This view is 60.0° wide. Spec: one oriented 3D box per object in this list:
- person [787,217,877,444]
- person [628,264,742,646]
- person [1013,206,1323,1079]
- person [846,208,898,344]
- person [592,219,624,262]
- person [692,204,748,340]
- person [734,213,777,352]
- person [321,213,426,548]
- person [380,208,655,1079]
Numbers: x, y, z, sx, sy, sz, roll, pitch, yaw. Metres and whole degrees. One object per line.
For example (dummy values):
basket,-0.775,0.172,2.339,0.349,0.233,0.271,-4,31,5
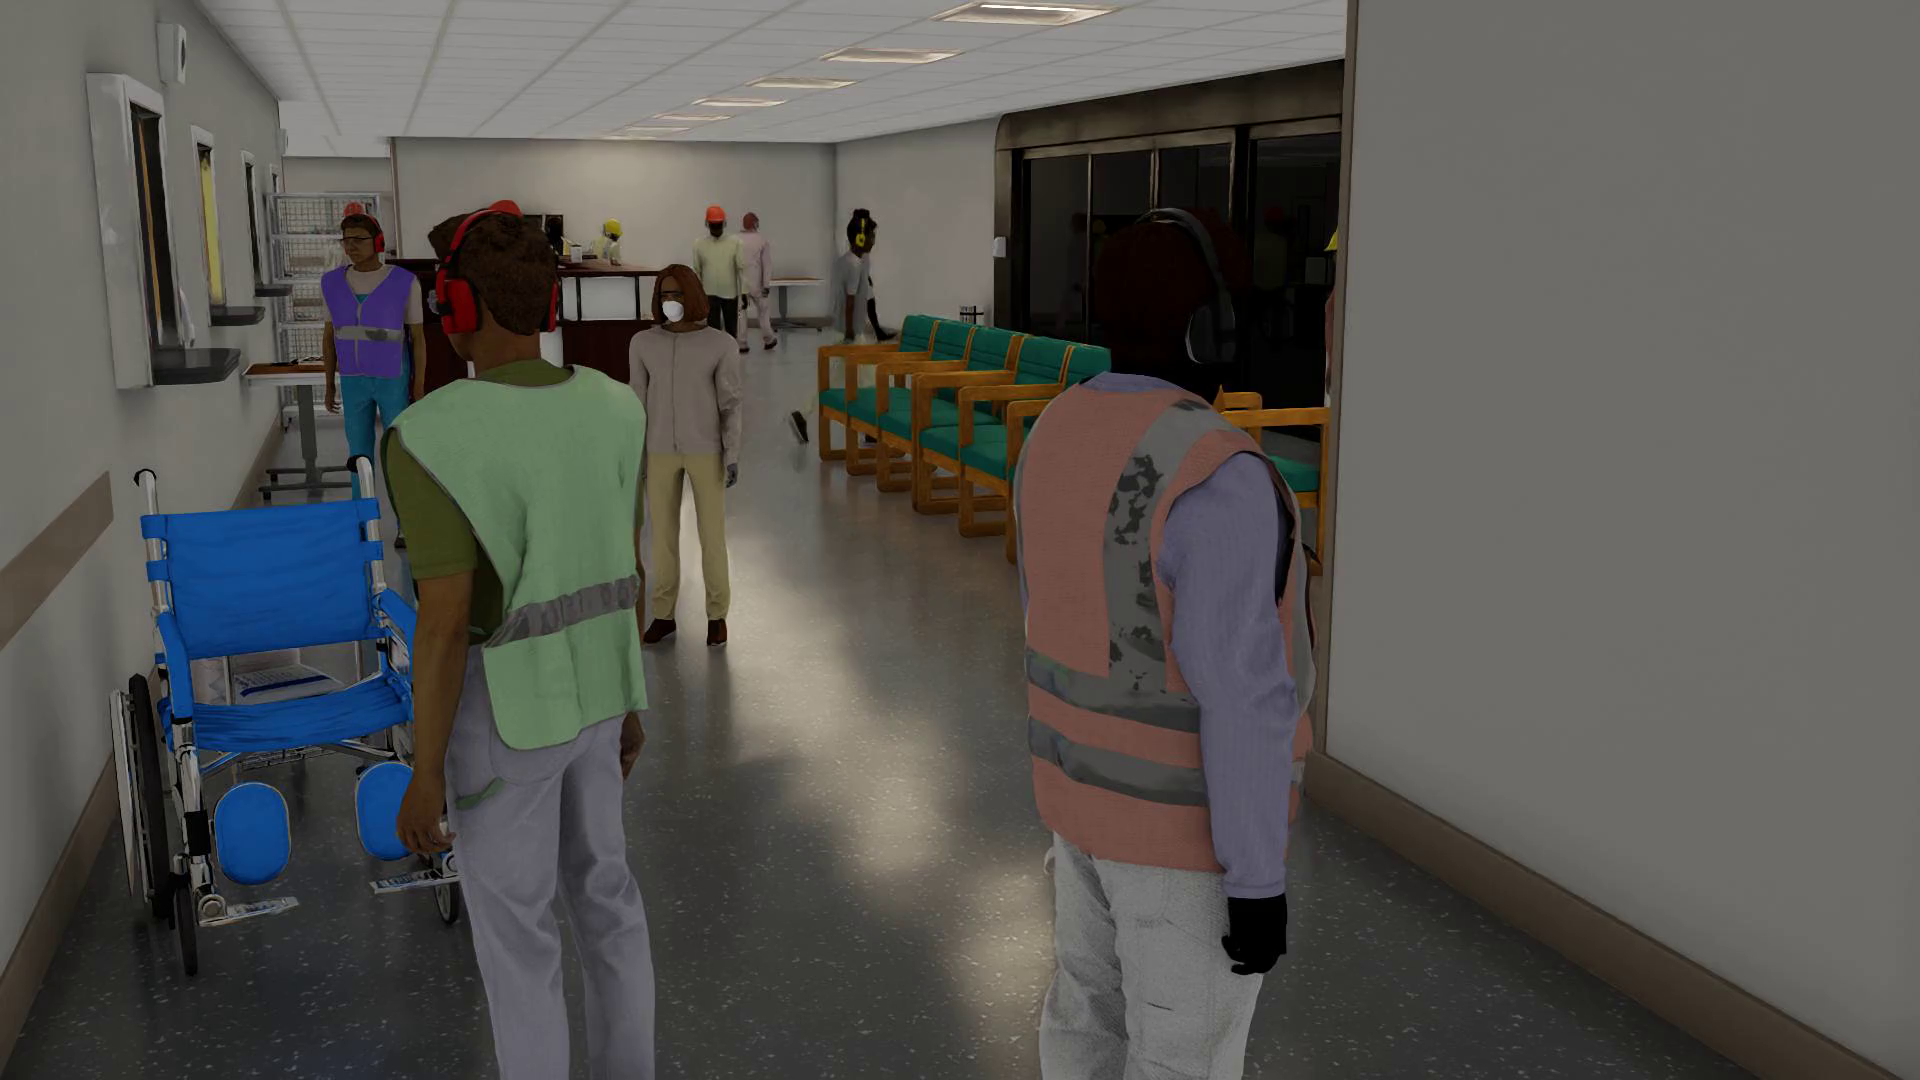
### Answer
person,-0.936,-1.662,13.323,0.858,1.832,0.545,-3,11,-15
person,-1.178,-0.355,7.117,0.501,1.633,0.279,1,11,7
person,0.323,0.424,2.575,0.429,1.847,0.625,-5,12,-24
person,-1.345,-3.780,23.905,0.859,1.930,0.614,-4,12,-20
person,-5.179,-3.781,24.329,0.689,1.787,0.408,10,15,42
person,-2.733,-2.828,18.953,0.615,1.973,0.856,-2,11,-9
person,-2.825,-3.510,22.708,0.647,1.870,0.926,2,11,11
person,-3.241,-0.875,9.236,0.574,1.843,0.374,1,11,4
person,-0.758,0.340,3.002,0.373,1.843,0.571,6,13,29
